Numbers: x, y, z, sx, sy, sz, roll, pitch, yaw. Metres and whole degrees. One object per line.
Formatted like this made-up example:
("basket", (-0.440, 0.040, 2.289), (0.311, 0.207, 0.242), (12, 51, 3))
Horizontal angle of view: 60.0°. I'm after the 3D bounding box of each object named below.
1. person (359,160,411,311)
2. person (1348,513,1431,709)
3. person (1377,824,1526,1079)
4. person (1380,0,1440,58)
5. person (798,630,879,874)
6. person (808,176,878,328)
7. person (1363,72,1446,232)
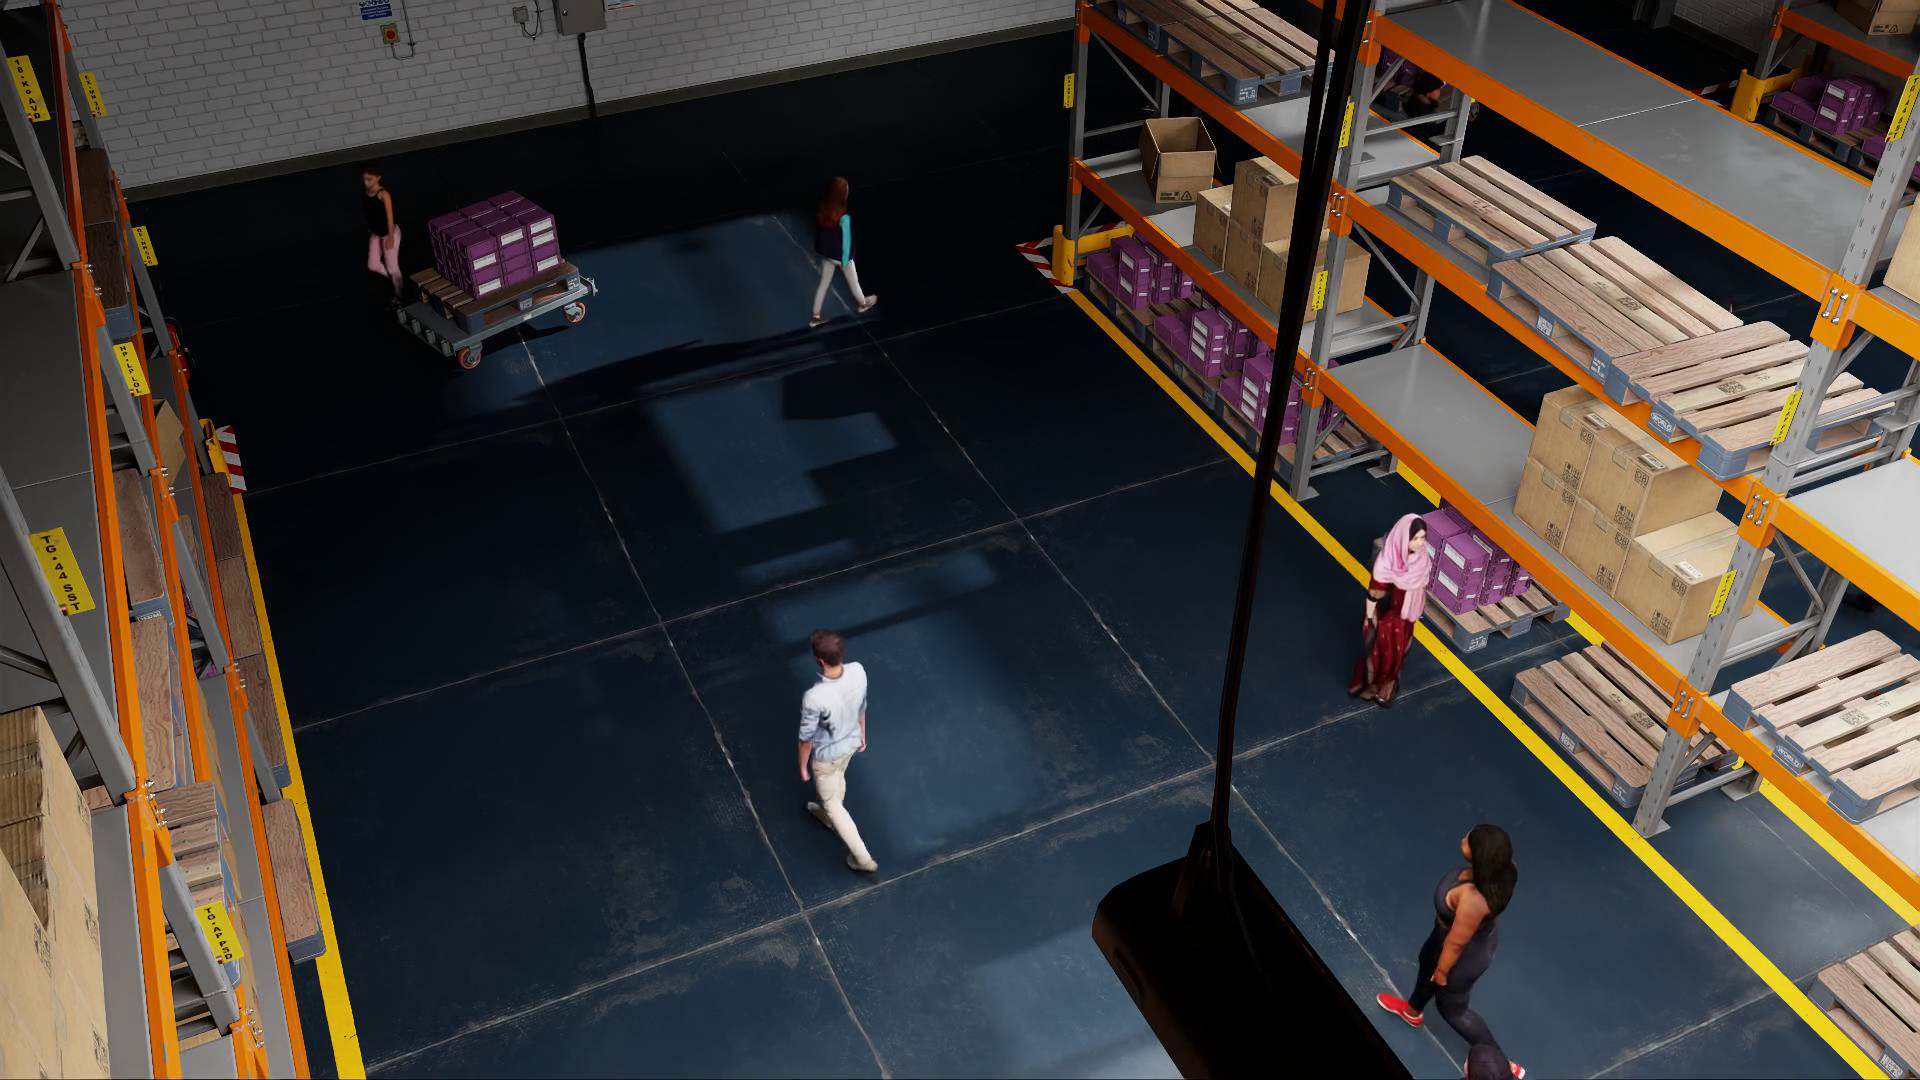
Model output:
("person", (-5.378, -2.908, 15.683), (0.681, 1.549, 0.738), (26, 45, 28))
("person", (2.916, 0.446, 11.409), (0.700, 1.642, 0.656), (-19, 42, -22))
("person", (2.806, 2.257, 9.025), (1.256, 1.787, 1.004), (27, 46, 29))
("person", (5.752, -6.446, 19.958), (1.368, 1.742, 1.030), (27, 46, 30))
("person", (-0.726, 1.316, 10.170), (1.125, 1.828, 0.886), (31, 48, 33))
("person", (-1.211, -2.644, 15.424), (1.002, 1.459, 0.864), (31, 48, 33))
("person", (4.479, -3.821, 16.669), (1.078, 1.745, 1.103), (7, 39, 9))
